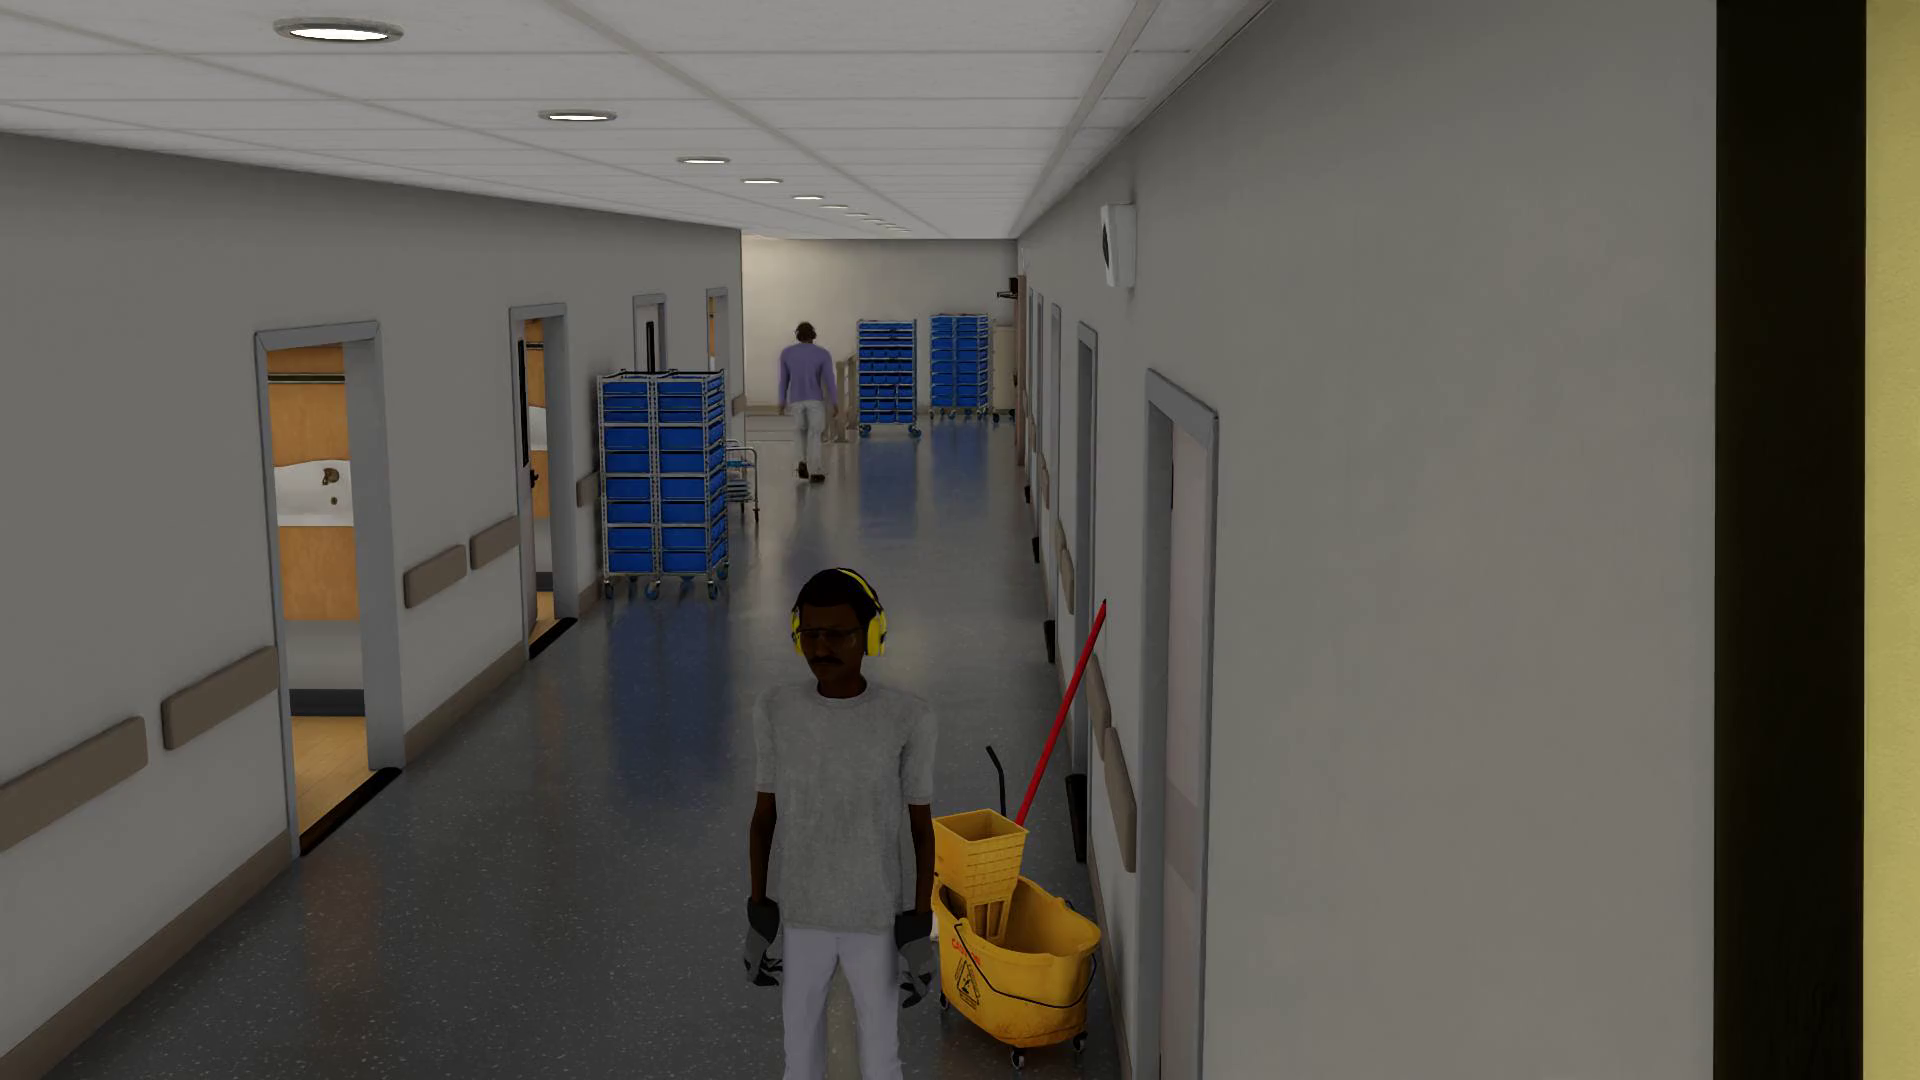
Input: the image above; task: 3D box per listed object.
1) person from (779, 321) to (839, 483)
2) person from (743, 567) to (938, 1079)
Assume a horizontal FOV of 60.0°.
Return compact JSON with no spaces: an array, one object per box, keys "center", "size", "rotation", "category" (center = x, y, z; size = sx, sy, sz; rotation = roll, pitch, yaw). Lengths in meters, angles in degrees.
[{"center":[-1.796,-1.640,19.853],"size":[0.736,1.916,0.466],"rotation":[2,10,12],"category":"person"},{"center":[-0.310,0.988,4.257],"size":[0.513,1.872,0.328],"rotation":[1,10,8],"category":"person"}]
